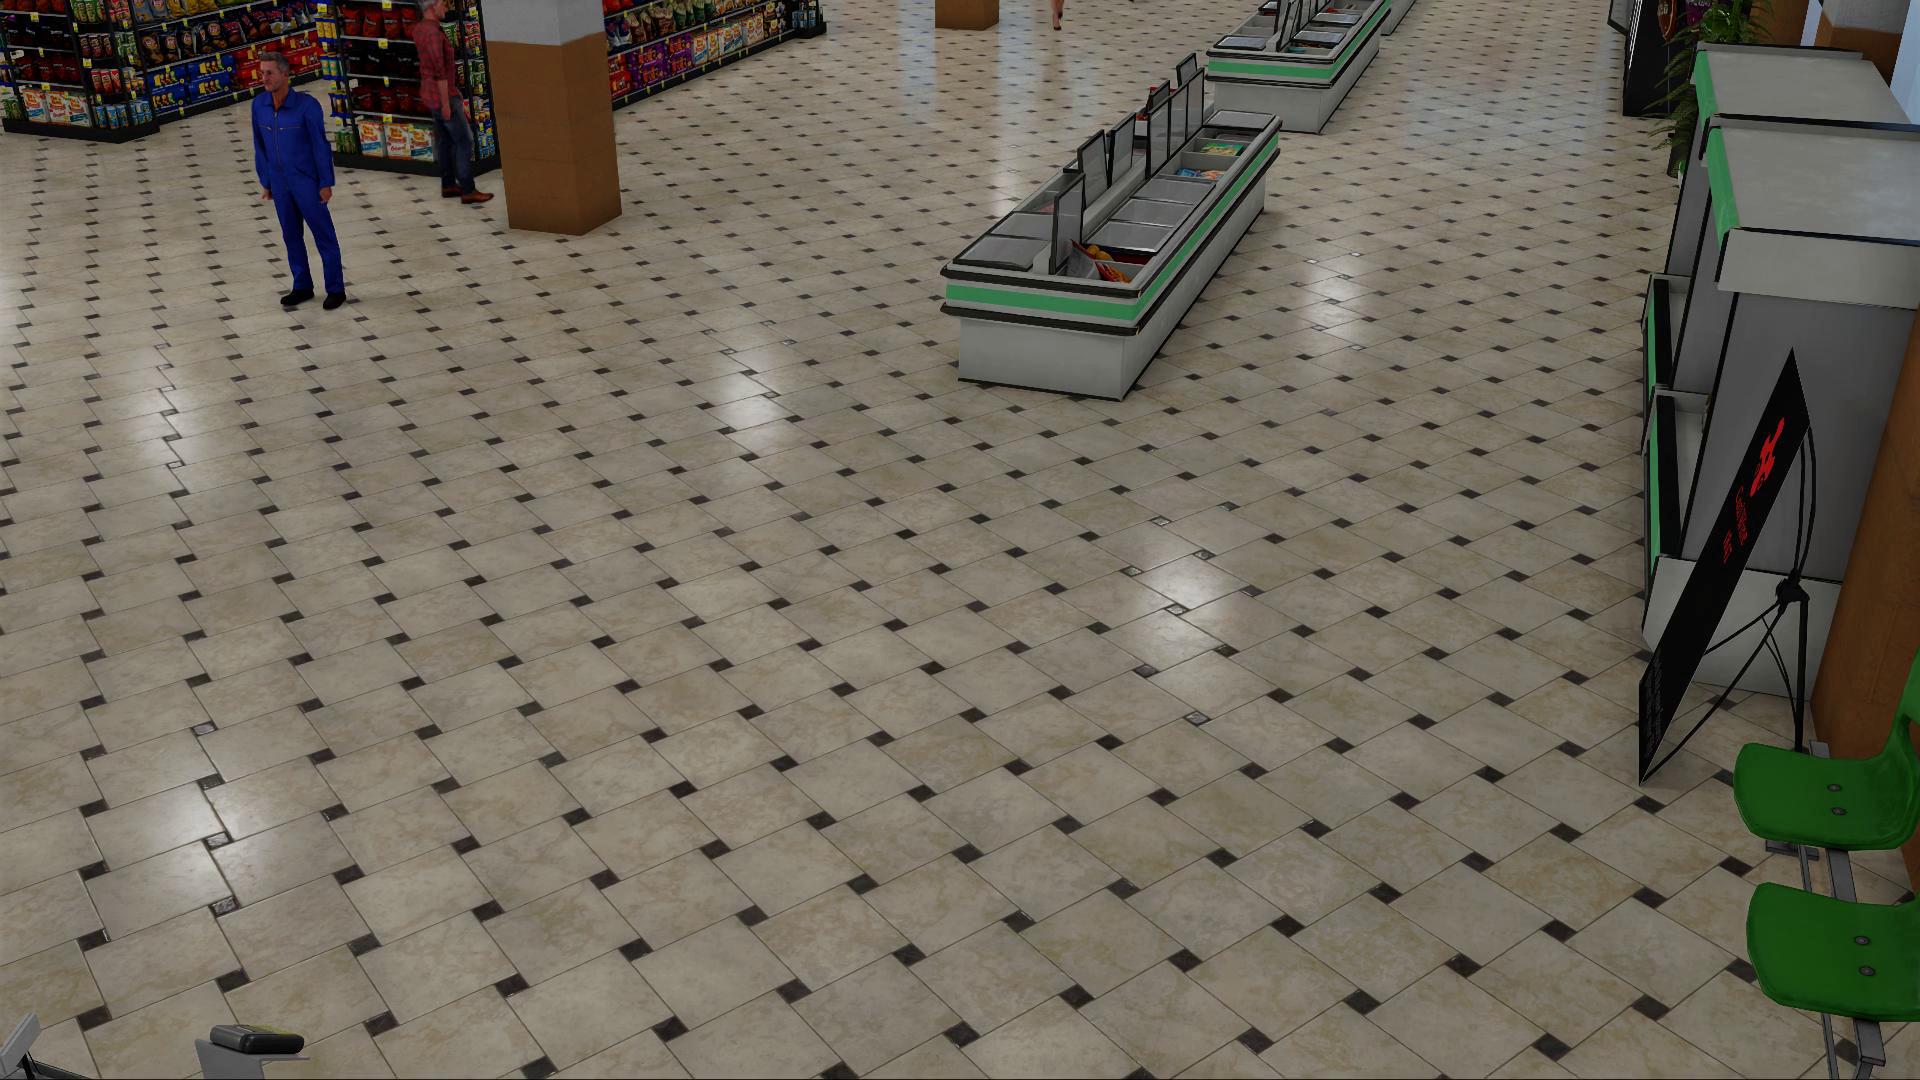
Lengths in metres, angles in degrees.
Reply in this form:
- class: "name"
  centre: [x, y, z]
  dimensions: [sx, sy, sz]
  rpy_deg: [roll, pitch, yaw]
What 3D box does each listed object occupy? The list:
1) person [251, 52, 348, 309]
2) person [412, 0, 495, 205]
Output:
- class: "person"
  centre: [-4.776, -2.590, 11.993]
  dimensions: [0.755, 1.828, 0.593]
  rpy_deg: [6, 27, 11]
- class: "person"
  centre: [-4.589, -3.876, 14.537]
  dimensions: [0.909, 1.820, 0.862]
  rpy_deg: [-12, 29, -22]
